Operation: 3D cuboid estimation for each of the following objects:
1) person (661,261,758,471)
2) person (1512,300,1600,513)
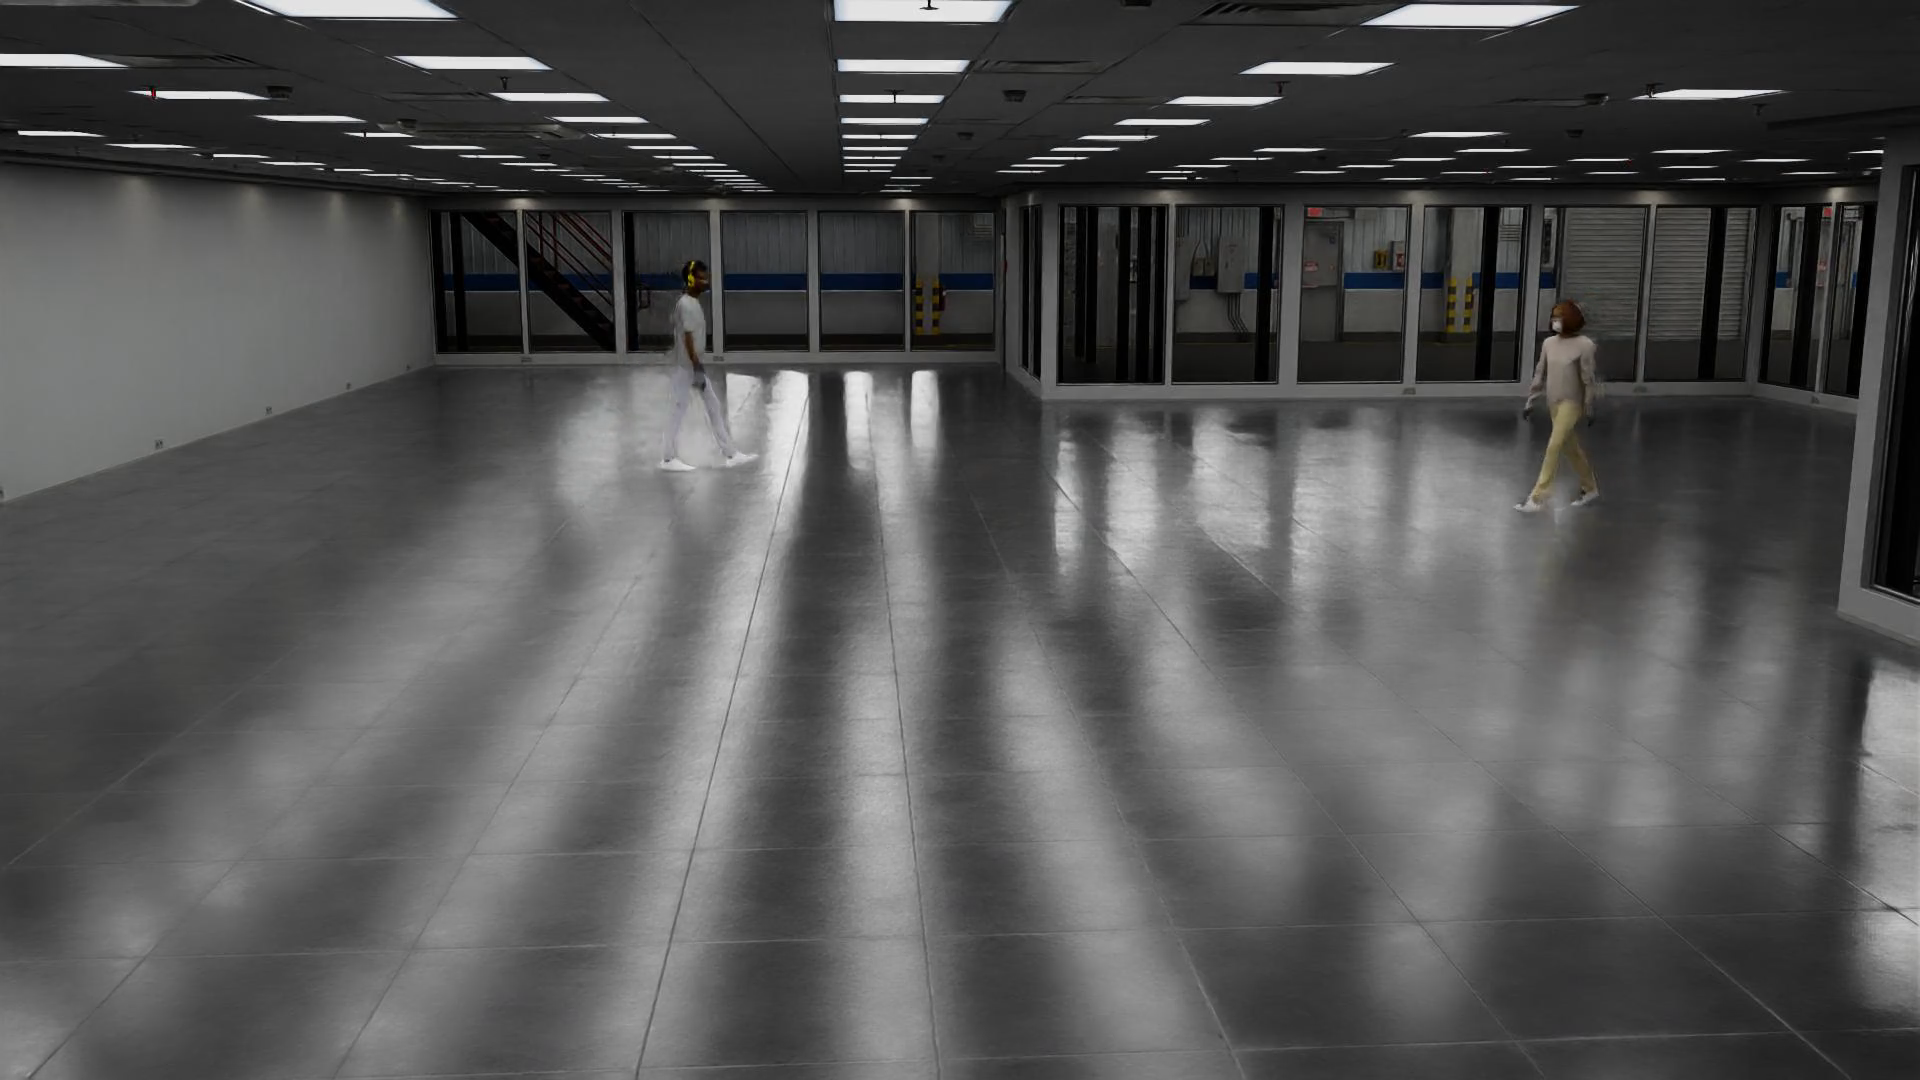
[{"bbox_3d":[-2.222,-1.499,14.492,0.923,1.827,0.560,1,11,4],"label":"person"},{"bbox_3d":[4.536,-1.005,12.485,0.892,1.584,0.509,-4,11,-22],"label":"person"}]
